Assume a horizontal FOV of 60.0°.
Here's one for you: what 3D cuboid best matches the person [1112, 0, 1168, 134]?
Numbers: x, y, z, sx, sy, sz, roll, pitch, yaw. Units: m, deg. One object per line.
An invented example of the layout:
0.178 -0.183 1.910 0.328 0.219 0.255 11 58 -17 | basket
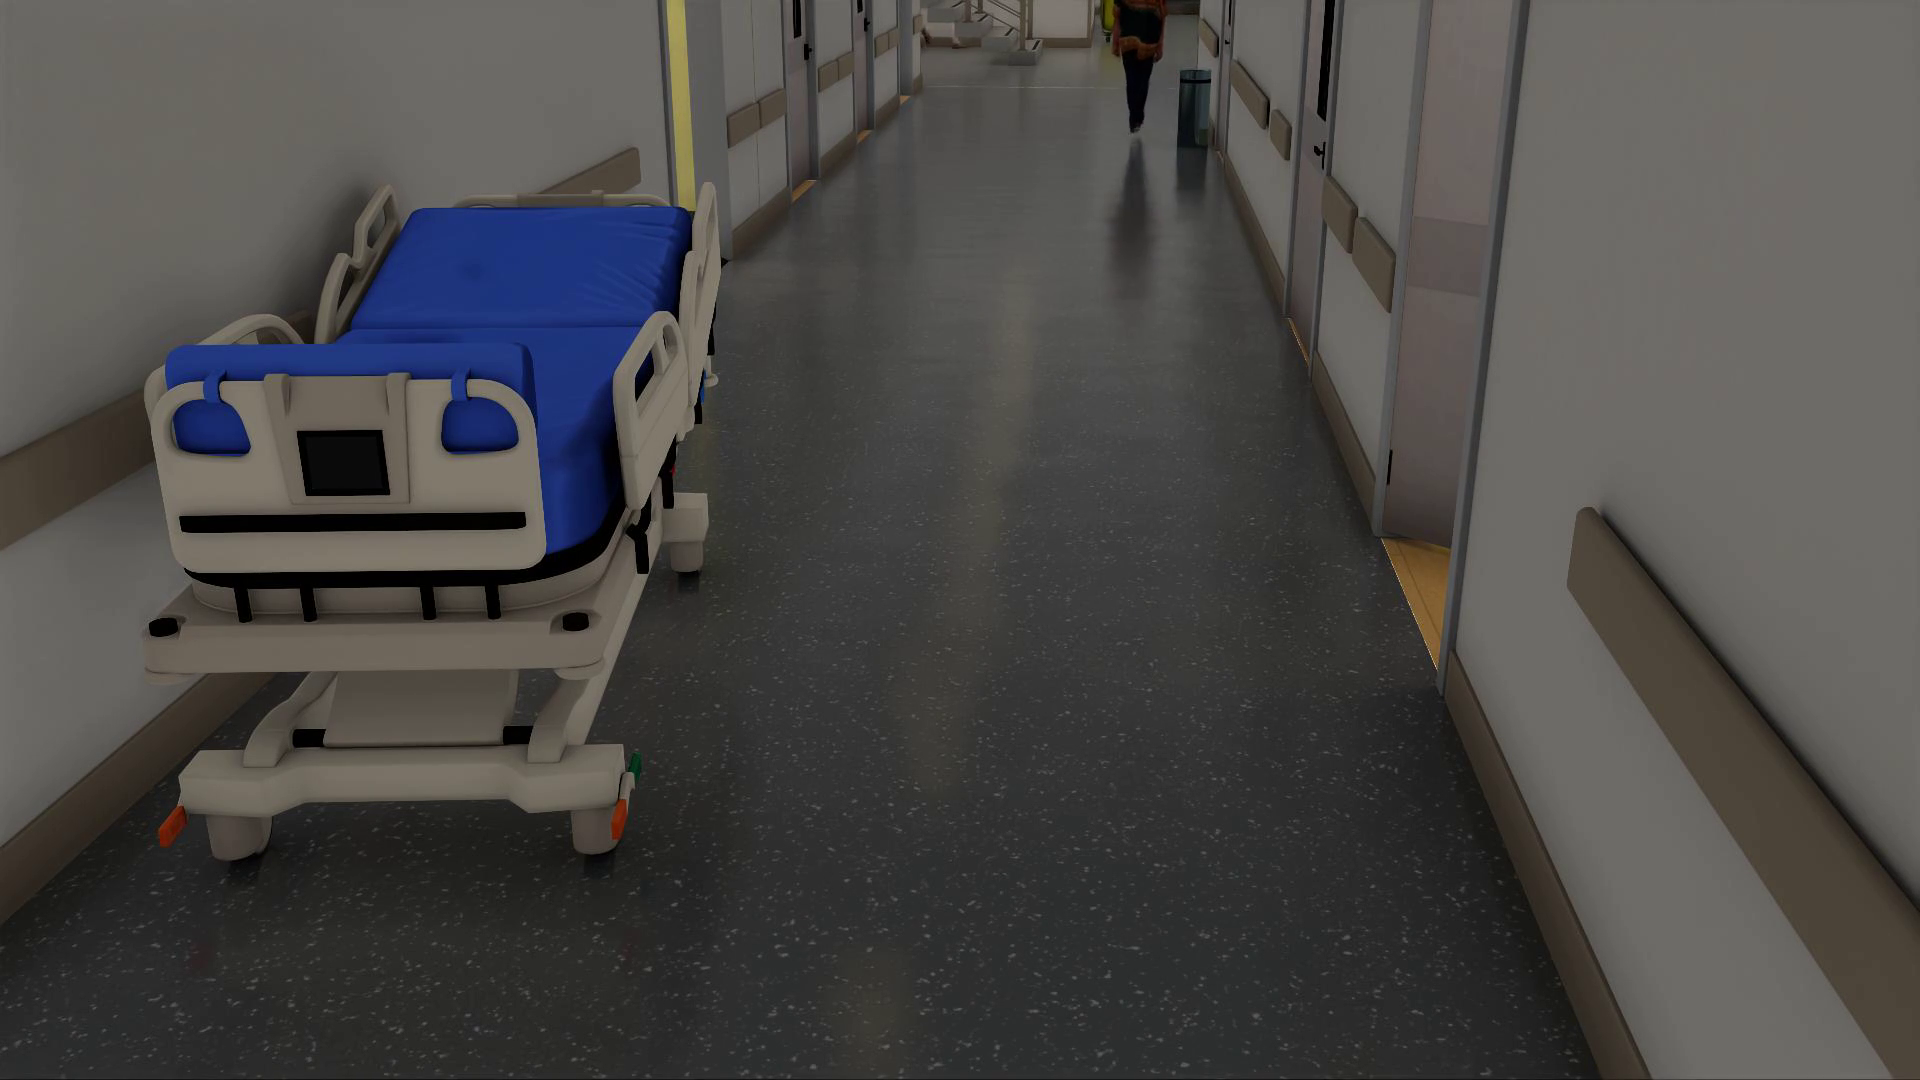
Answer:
1.764 -4.889 16.424 1.126 1.761 0.757 1 21 4 | person
